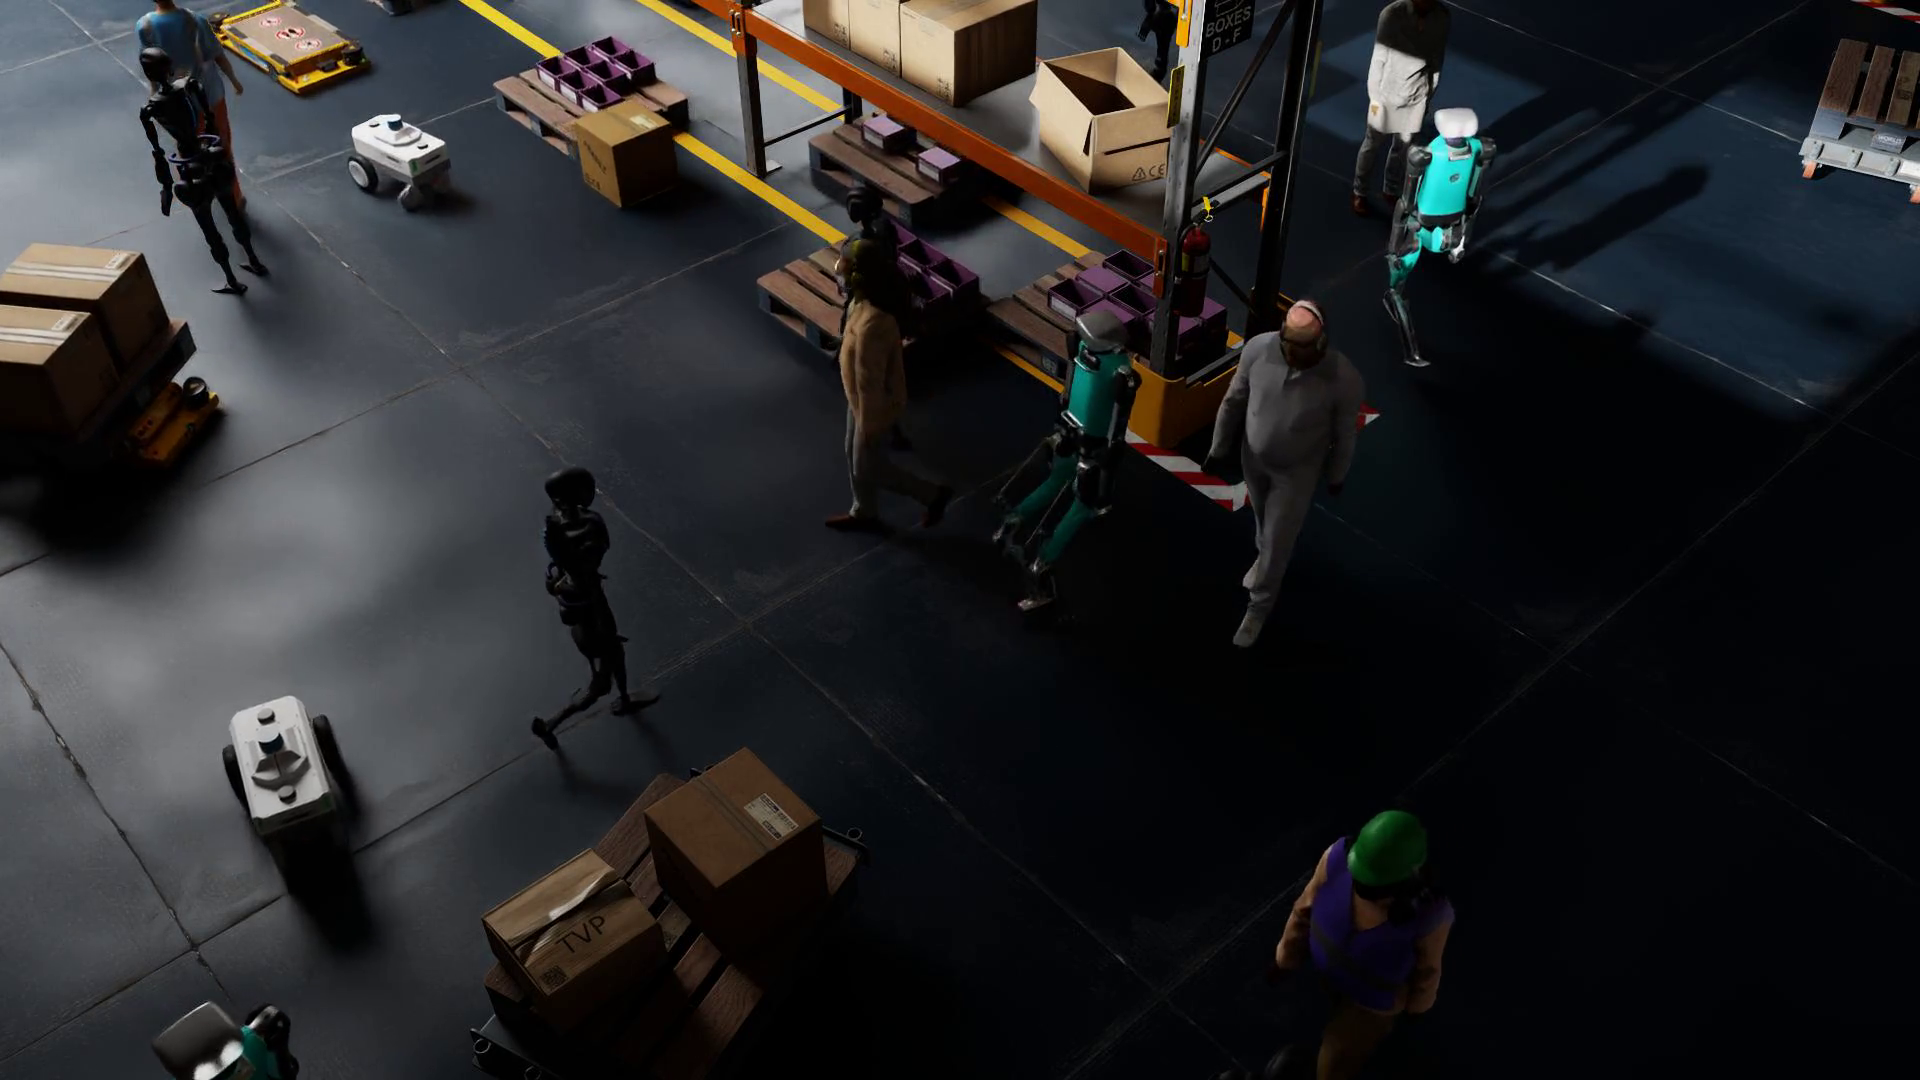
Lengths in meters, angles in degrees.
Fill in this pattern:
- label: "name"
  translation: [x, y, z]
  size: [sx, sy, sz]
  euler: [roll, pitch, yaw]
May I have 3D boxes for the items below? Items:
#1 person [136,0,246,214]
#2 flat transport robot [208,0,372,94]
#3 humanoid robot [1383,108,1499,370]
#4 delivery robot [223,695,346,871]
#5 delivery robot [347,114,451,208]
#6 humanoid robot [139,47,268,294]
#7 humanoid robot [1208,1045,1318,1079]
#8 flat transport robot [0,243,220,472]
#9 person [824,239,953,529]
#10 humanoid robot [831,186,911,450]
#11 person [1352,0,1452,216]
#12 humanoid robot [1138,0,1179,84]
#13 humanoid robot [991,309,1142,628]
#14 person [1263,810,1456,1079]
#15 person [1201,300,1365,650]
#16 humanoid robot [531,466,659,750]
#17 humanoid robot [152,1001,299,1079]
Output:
- label: "person"
  translation: [-5.206, -3.126, 11.402]
  size: [0.512, 1.740, 0.753]
  euler: [-7, 43, -7]
- label: "flat transport robot"
  translation: [-5.448, -4.027, 13.475]
  size: [1.431, 0.231, 0.659]
  euler: [33, 52, 31]
- label: "humanoid robot"
  translation: [2.786, -1.900, 10.080]
  size: [0.550, 1.731, 1.035]
  euler: [-7, 43, -8]
- label: "delivery robot"
  translation: [-3.118, 1.090, 7.688]
  size: [0.499, 0.580, 0.756]
  euler: [-19, 46, -20]
- label: "delivery robot"
  translation: [-4.014, -2.746, 11.885]
  size: [0.785, 0.614, 0.523]
  euler: [26, 49, 26]
- label: "humanoid robot"
  translation: [-4.868, -2.352, 10.603]
  size: [0.315, 1.657, 0.599]
  euler: [15, 45, 16]
- label: "humanoid robot"
  translation: [1.029, 2.207, 5.679]
  size: [0.609, 1.626, 0.752]
  euler: [20, 46, 21]
- label: "flat transport robot"
  translation: [-5.258, -0.752, 9.913]
  size: [1.431, 0.231, 0.659]
  euler: [6, 43, 6]
- label: "person"
  translation: [-0.413, -0.755, 8.747]
  size: [0.630, 1.853, 0.565]
  euler: [-4, 43, -5]
- label: "humanoid robot"
  translation: [-0.498, -1.248, 9.417]
  size: [0.489, 1.644, 0.602]
  euler: [19, 46, 20]
- label: "person"
  translation: [2.987, -3.029, 11.251]
  size: [0.496, 1.818, 0.371]
  euler: [-3, 43, -3]
- label: "humanoid robot"
  translation: [1.640, -3.921, 12.327]
  size: [0.616, 1.636, 0.602]
  euler: [-15, 45, -16]
- label: "humanoid robot"
  translation: [0.456, -0.283, 8.338]
  size: [0.789, 1.788, 0.546]
  euler: [-20, 46, -21]
- label: "person"
  translation: [1.462, 1.599, 6.167]
  size: [1.025, 1.872, 0.546]
  euler: [-31, 51, -29]
- label: "person"
  translation: [1.523, -0.338, 8.273]
  size: [0.663, 1.874, 0.874]
  euler: [29, 50, 27]
- label: "humanoid robot"
  translation: [-1.808, 0.301, 7.747]
  size: [0.655, 1.633, 0.604]
  euler: [-19, 46, -20]
- label: "humanoid robot"
  translation: [-2.647, 2.040, 5.813]
  size: [1.049, 1.715, 0.539]
  euler: [22, 47, 22]
